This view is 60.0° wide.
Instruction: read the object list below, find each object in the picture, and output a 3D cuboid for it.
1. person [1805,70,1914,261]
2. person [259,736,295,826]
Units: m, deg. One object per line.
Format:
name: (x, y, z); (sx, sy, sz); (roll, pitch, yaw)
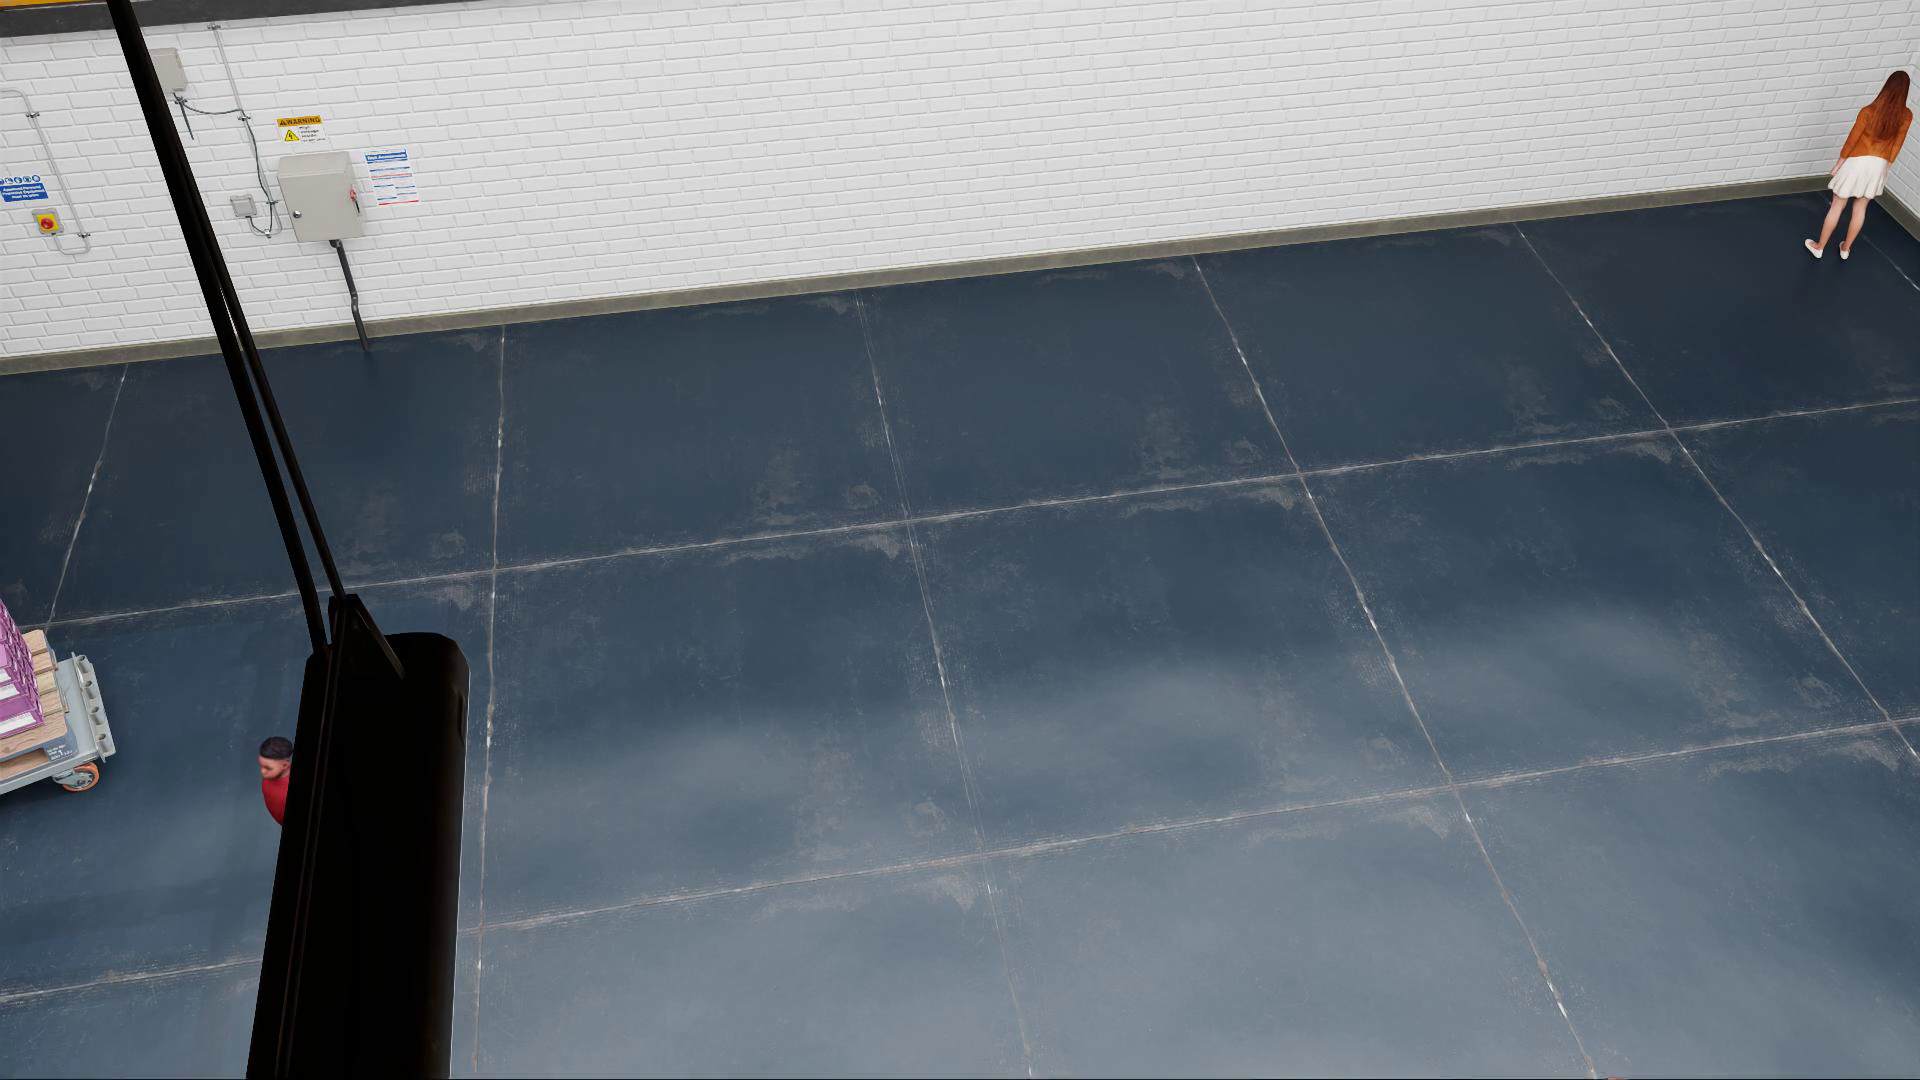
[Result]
person: (7.654, -3.160, 14.079); (0.687, 1.721, 0.660); (5, 44, 5)
person: (-3.744, 1.549, 9.474); (0.578, 1.255, 0.633); (23, 48, 23)
